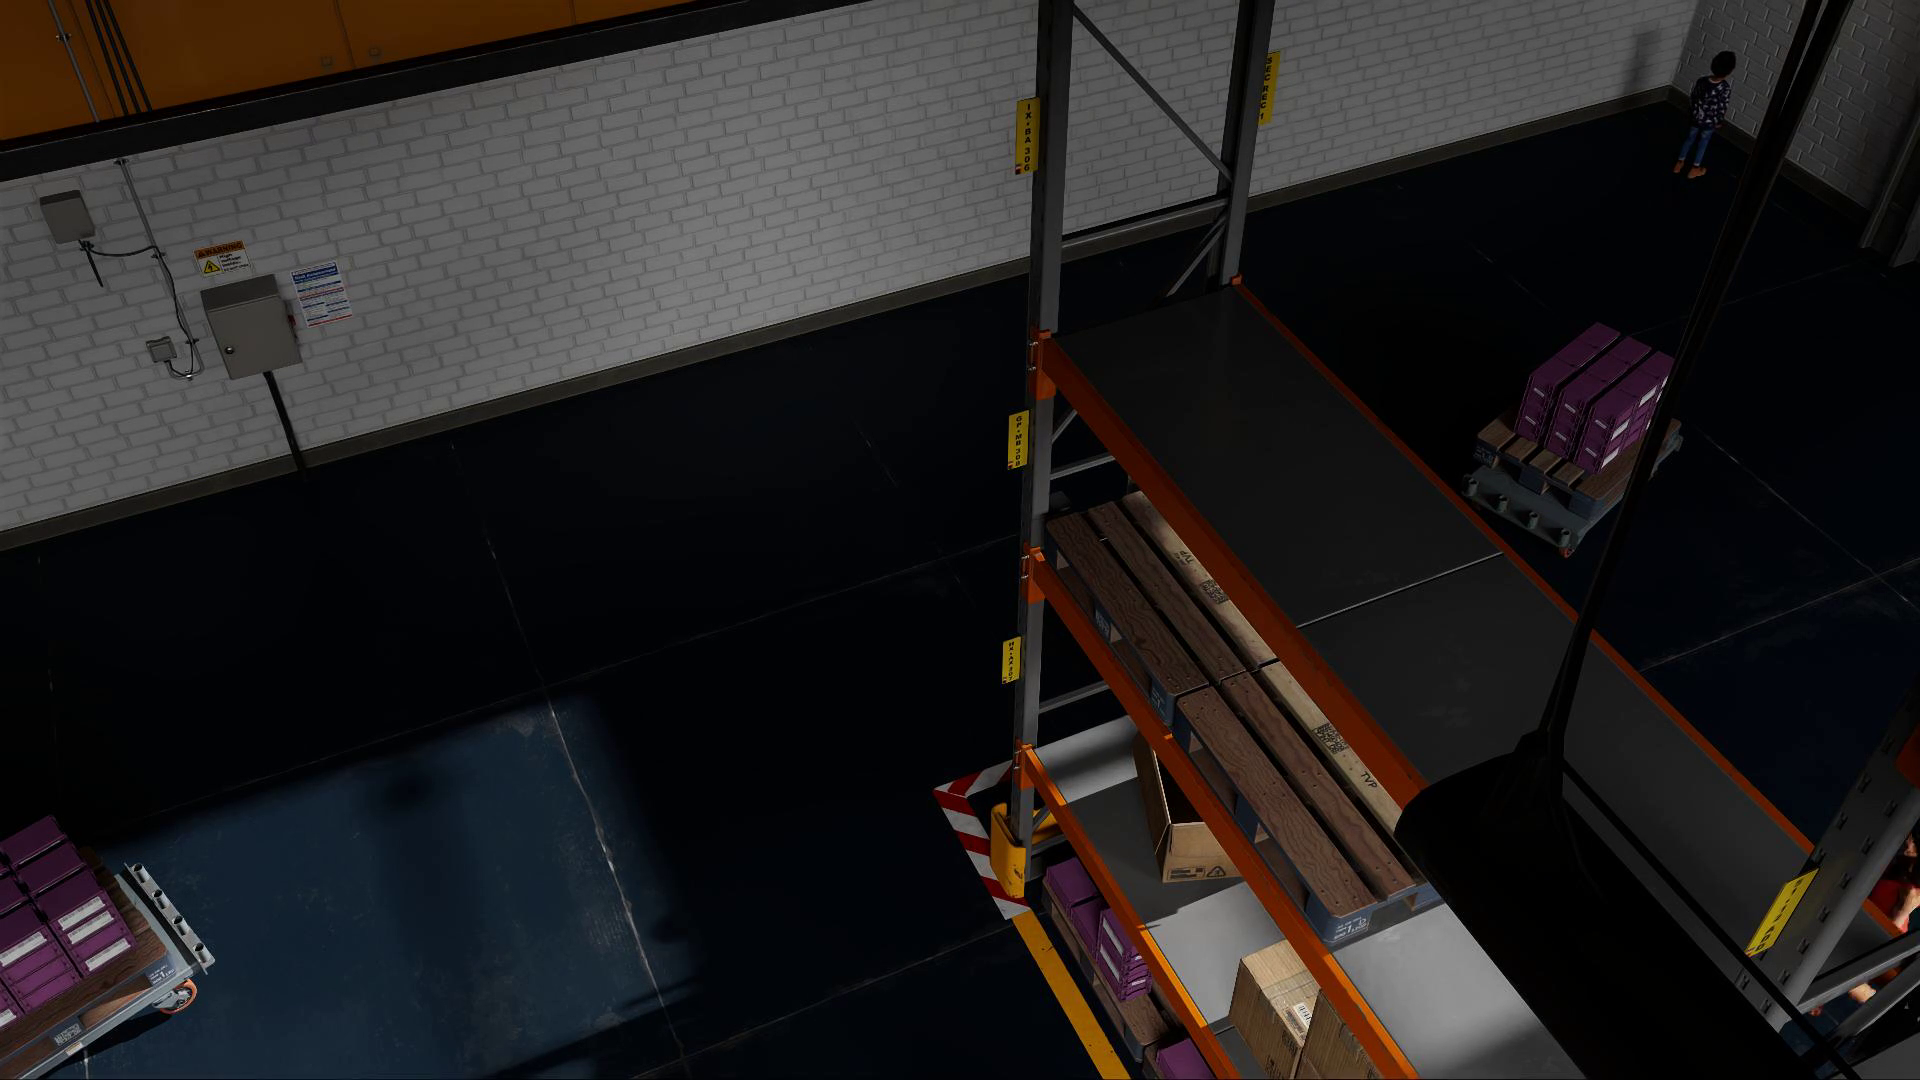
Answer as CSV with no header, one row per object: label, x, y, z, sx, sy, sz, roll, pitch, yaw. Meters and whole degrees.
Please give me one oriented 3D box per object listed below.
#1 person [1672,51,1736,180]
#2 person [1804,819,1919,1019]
person,6.931,-3.967,15.462,0.623,1.250,0.529,-33,53,-30
person,4.913,2.098,8.768,0.969,1.702,0.885,17,46,17
